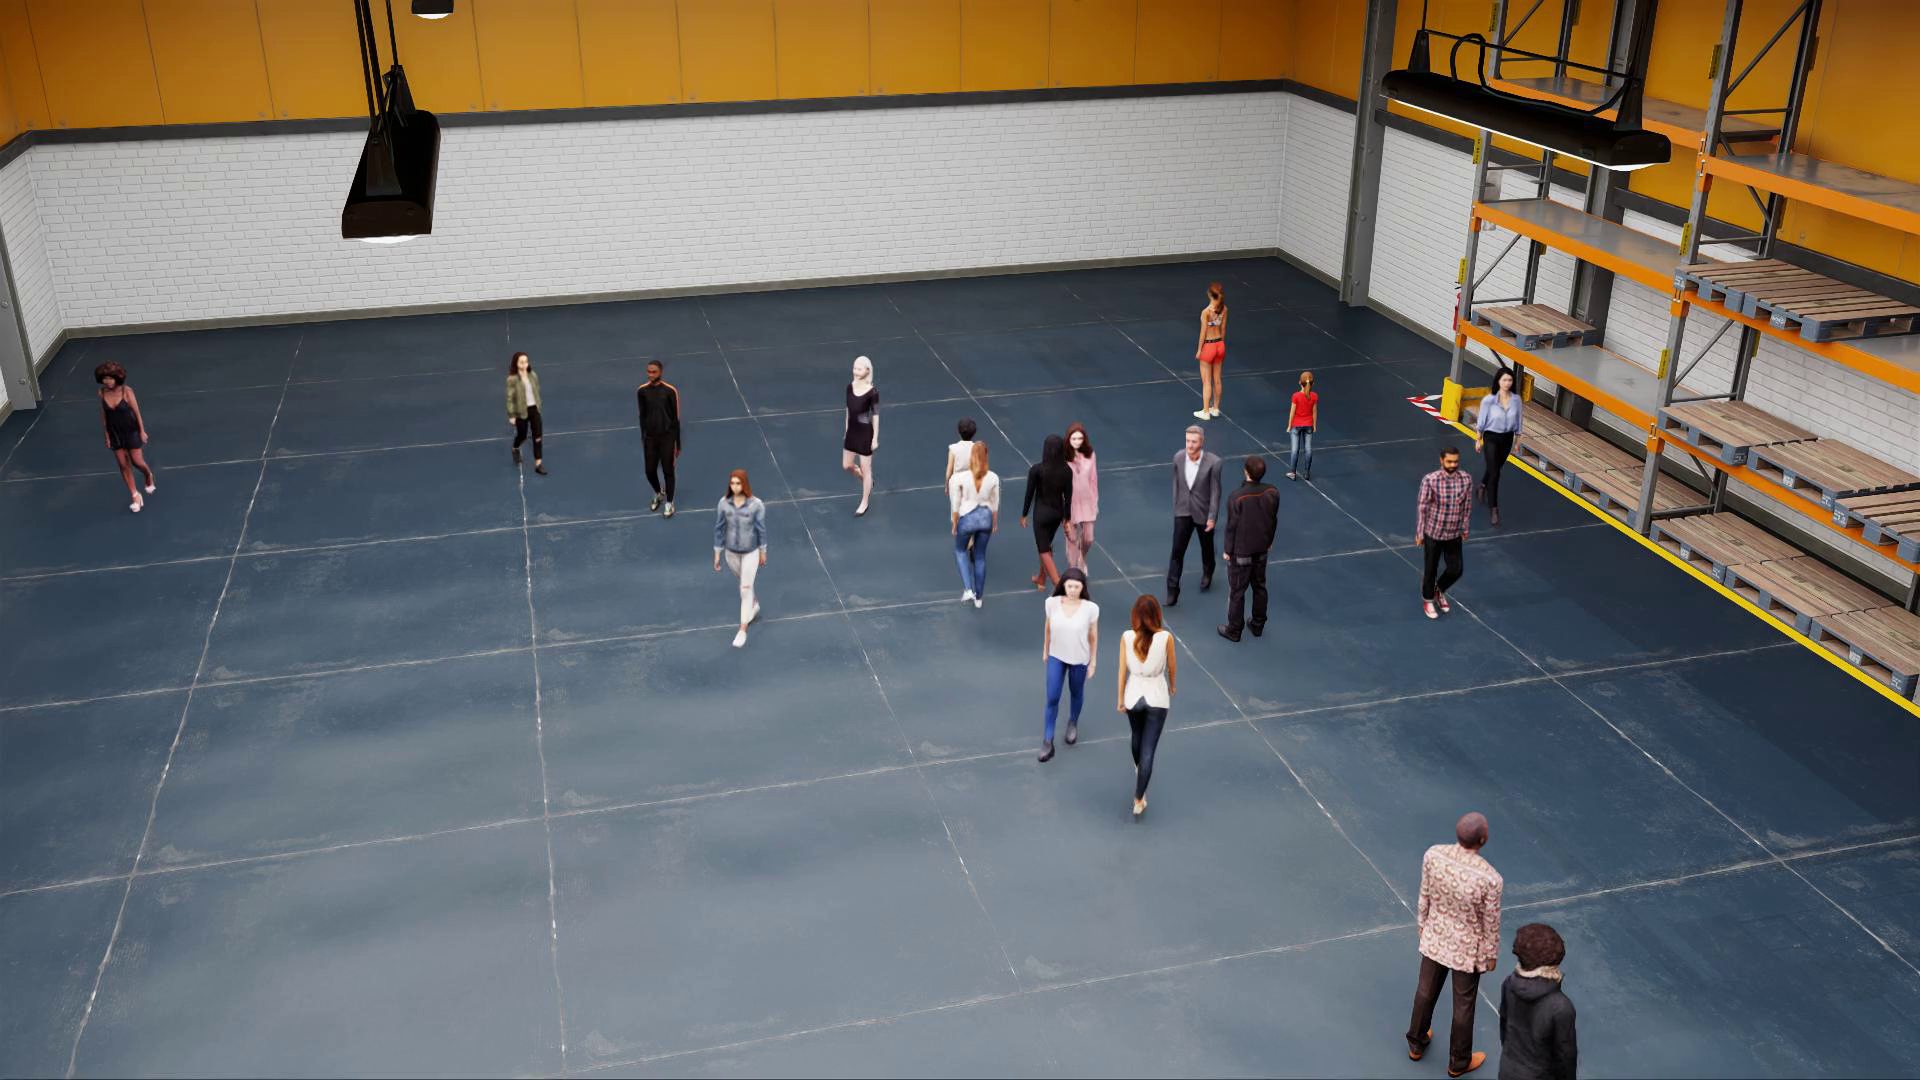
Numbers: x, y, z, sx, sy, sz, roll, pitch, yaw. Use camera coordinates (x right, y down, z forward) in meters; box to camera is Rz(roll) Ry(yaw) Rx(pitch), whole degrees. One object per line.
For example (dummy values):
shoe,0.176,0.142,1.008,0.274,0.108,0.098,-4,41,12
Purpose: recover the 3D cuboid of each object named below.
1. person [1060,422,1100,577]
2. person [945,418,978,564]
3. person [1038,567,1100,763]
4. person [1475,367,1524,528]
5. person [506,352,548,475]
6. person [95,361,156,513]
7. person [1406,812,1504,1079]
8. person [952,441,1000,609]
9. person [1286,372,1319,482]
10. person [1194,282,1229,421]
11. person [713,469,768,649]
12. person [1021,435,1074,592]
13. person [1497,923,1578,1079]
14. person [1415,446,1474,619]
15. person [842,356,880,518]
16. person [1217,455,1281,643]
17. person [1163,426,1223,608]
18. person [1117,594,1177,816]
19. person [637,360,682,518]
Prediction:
person,1.145,-0.379,16.673,0.686,1.785,0.712,-4,24,-10
person,0.066,-0.489,17.250,0.648,1.525,1.016,-11,26,-23
person,0.923,0.962,13.765,0.889,1.657,1.052,5,24,12
person,5.918,-1.076,18.372,0.821,1.702,1.174,-1,24,-2
person,-5.160,-1.516,19.682,0.819,1.458,1.014,-18,29,-35
person,-9.304,-1.188,18.552,0.609,1.763,0.816,-4,24,-8
person,3.024,2.456,10.160,0.725,1.808,0.833,20,31,38
person,0.166,-0.113,16.154,0.653,1.714,0.670,-4,24,-8
person,4.006,-1.336,19.457,0.531,1.310,0.535,-1,24,-3
person,3.242,-2.435,21.368,0.644,1.791,0.651,-14,27,-29
person,-2.041,0.102,15.738,0.972,1.653,1.219,5,24,11
person,0.903,-0.161,16.294,0.774,1.689,1.177,-12,26,-26
person,3.164,2.943,9.112,0.972,1.754,0.673,-10,26,-22
person,4.657,-0.118,16.114,0.775,1.754,0.703,-1,24,-2
person,-1.046,-1.171,18.439,0.784,1.823,0.844,14,27,30
person,2.710,0.071,15.579,0.747,1.837,0.621,-10,26,-22
person,2.365,-0.276,16.439,1.173,1.784,1.303,10,26,23
person,1.440,1.306,12.878,0.954,1.738,1.153,7,25,15
person,-3.285,-1.152,18.424,0.706,1.798,0.740,1,24,2
